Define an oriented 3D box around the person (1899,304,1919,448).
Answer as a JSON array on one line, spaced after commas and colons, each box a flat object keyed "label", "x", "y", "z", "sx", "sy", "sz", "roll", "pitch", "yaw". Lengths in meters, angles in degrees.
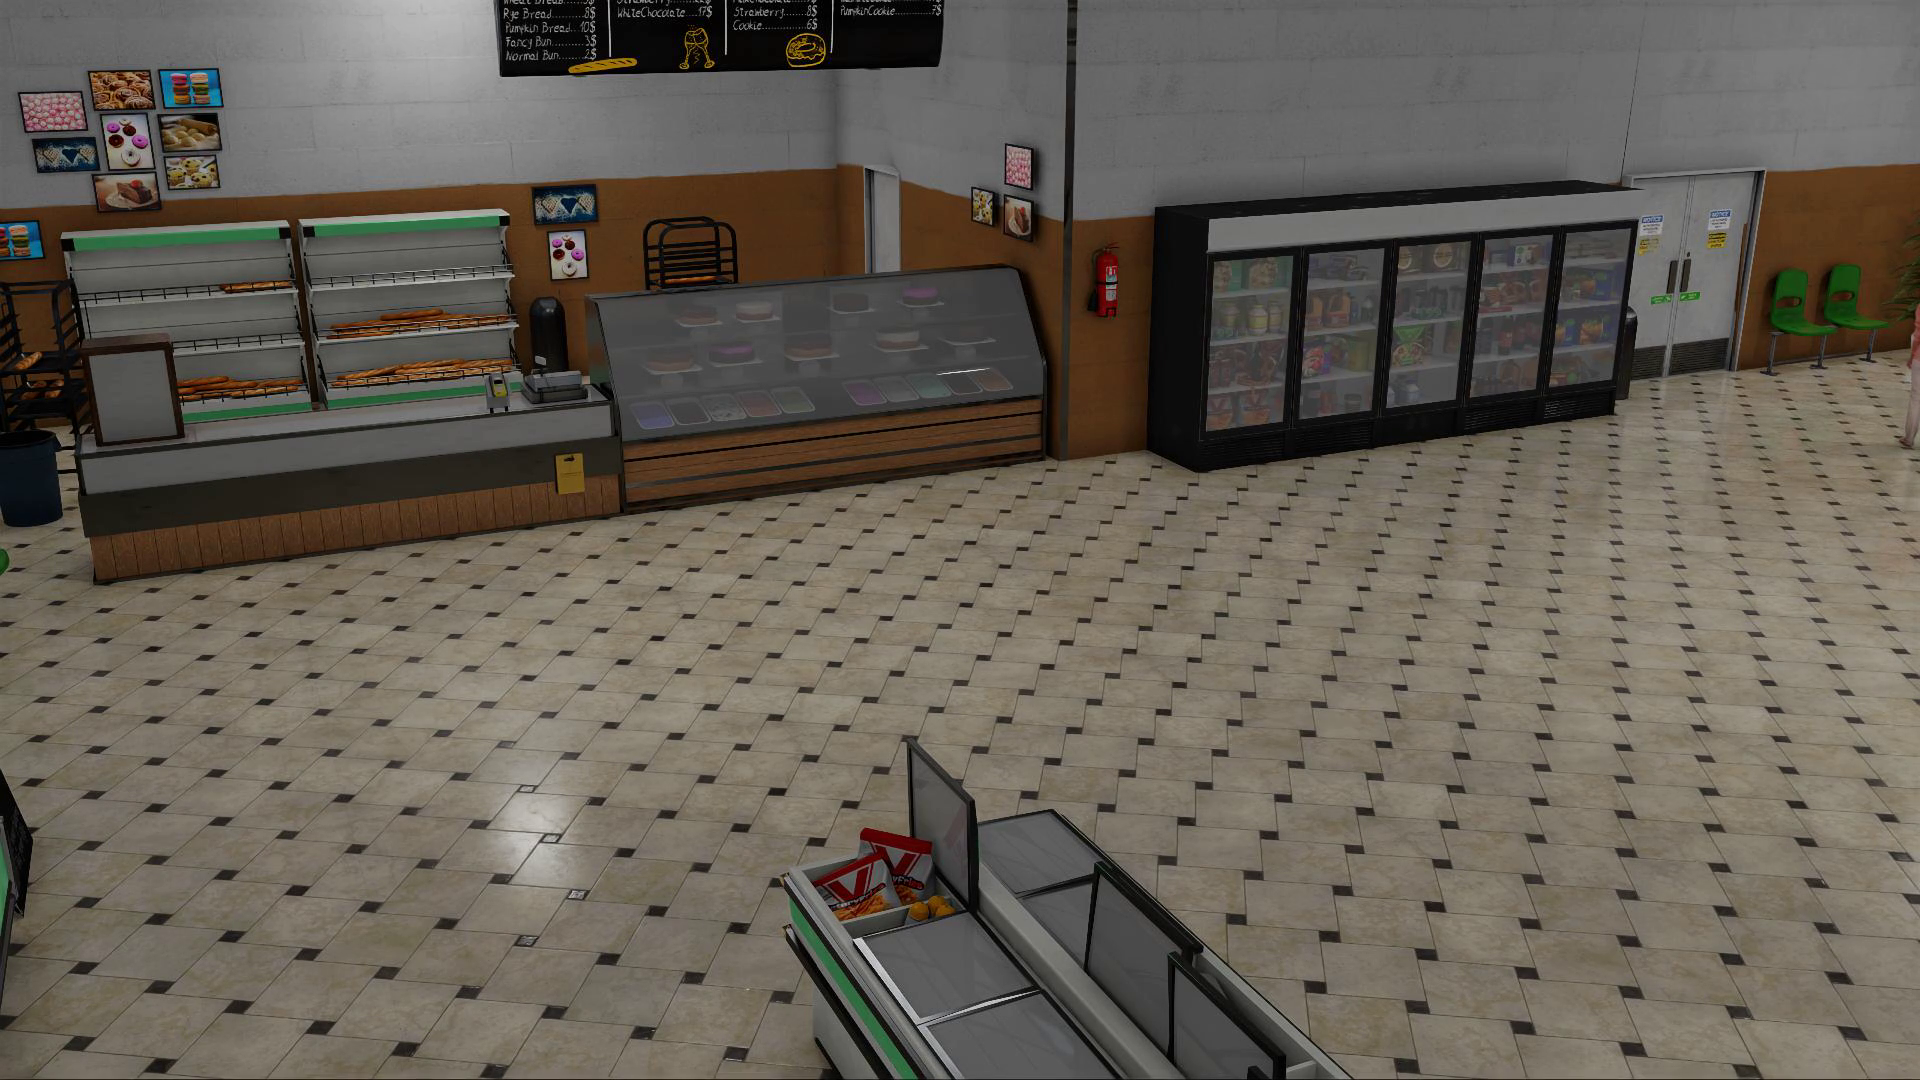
[{"label": "person", "x": 9.278, "y": -1.738, "z": 15.832, "sx": 0.671, "sy": 1.723, "sz": 0.733, "roll": 7, "pitch": 20, "yaw": 20}]
